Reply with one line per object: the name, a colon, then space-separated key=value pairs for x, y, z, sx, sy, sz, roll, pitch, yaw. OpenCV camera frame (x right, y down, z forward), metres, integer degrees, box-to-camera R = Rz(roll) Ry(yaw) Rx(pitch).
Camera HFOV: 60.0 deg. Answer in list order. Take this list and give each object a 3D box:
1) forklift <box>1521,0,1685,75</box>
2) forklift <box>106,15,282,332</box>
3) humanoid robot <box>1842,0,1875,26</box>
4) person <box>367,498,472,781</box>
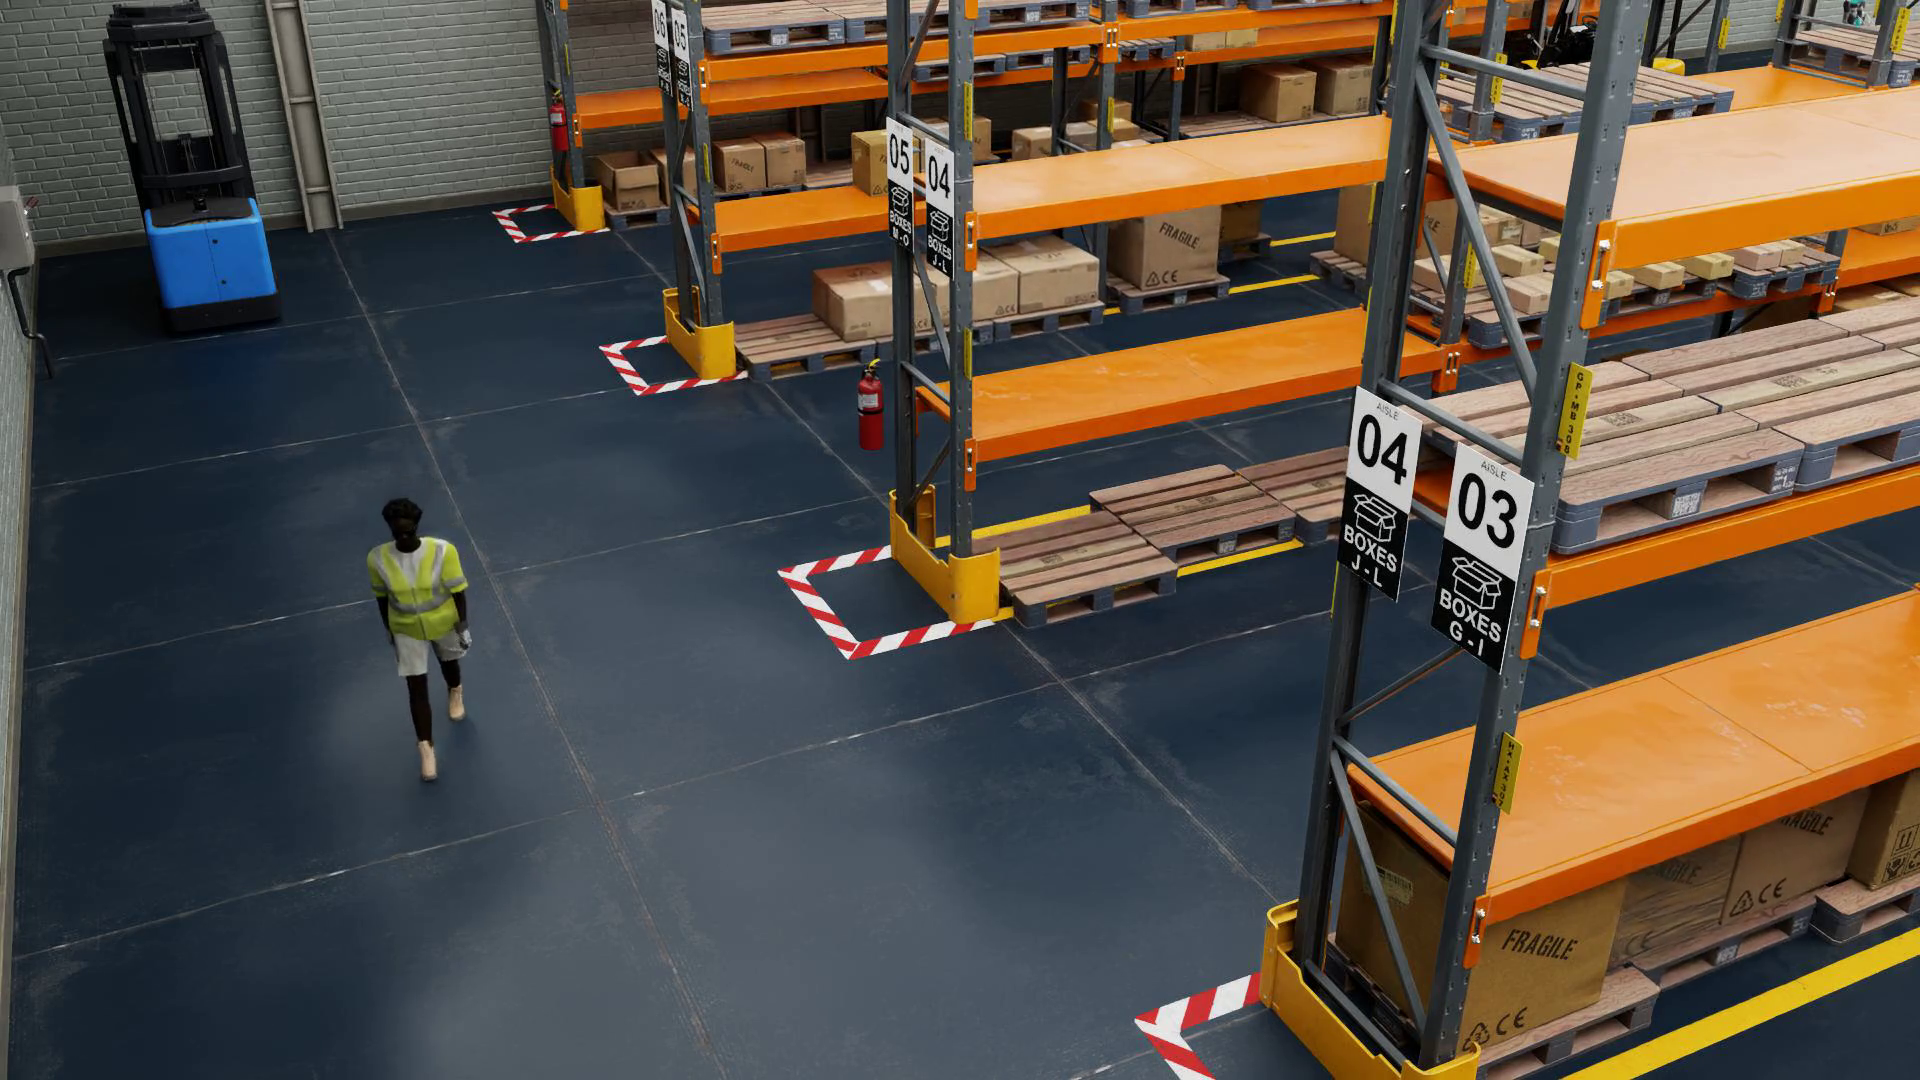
forklift: x=8.950 y=-6.807 z=23.056 sx=1.214 sy=2.155 sz=2.313 roll=-12 pitch=30 yaw=-22
forklift: x=-7.548 y=-3.672 z=16.323 sx=1.129 sy=2.768 sz=1.873 roll=-12 pitch=30 yaw=-22
humanoid robot: x=14.038 y=-8.070 z=25.818 sx=0.533 sy=1.677 sz=0.735 roll=-19 pitch=33 yaw=-33
person: x=-3.108 y=0.481 z=9.672 sx=0.538 sy=1.649 sz=0.880 roll=-6 pitch=28 yaw=-12
